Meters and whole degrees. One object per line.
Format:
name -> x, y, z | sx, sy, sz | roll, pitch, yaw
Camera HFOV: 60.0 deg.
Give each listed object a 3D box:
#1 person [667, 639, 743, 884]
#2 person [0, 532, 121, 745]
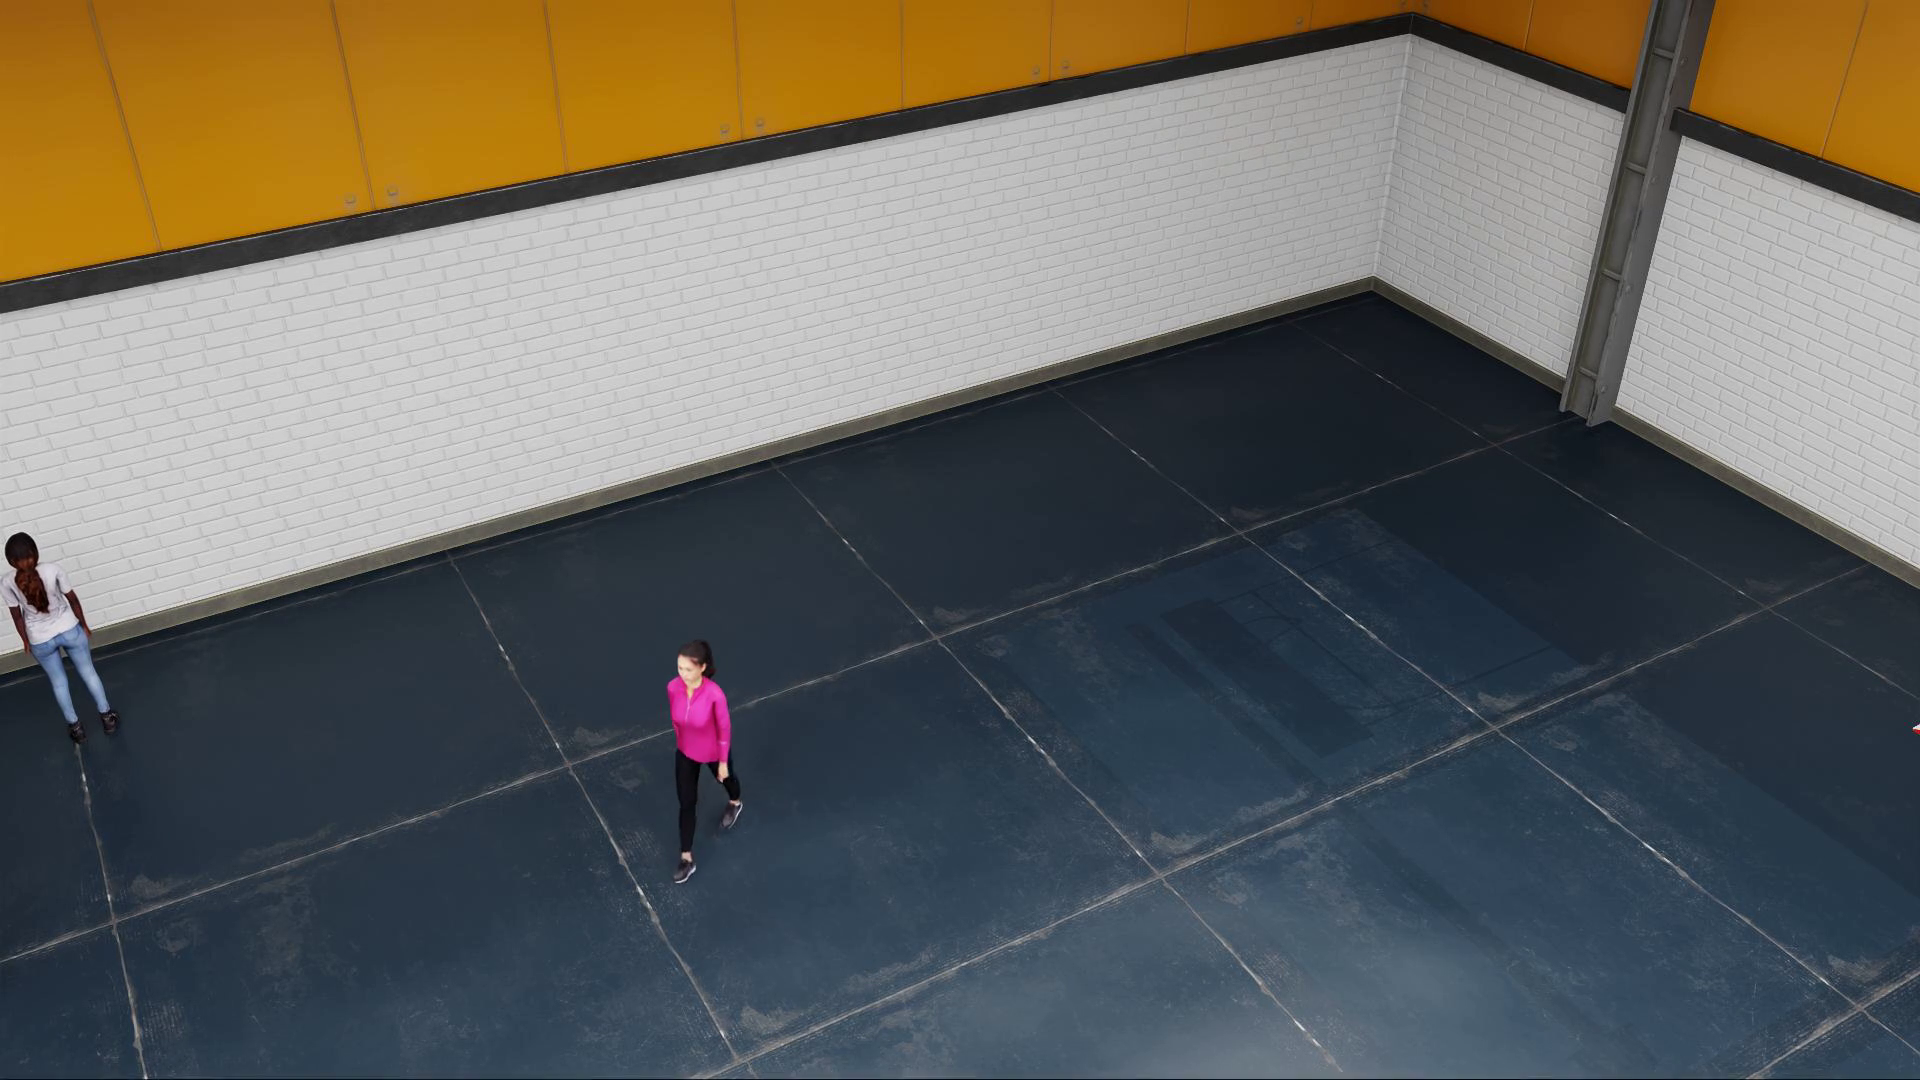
person -> -1.607, 1.319, 10.747 | 1.089, 1.655, 1.128 | 10, 35, 14
person -> -6.336, 0.676, 11.657 | 0.582, 1.719, 0.509 | -18, 38, -25
